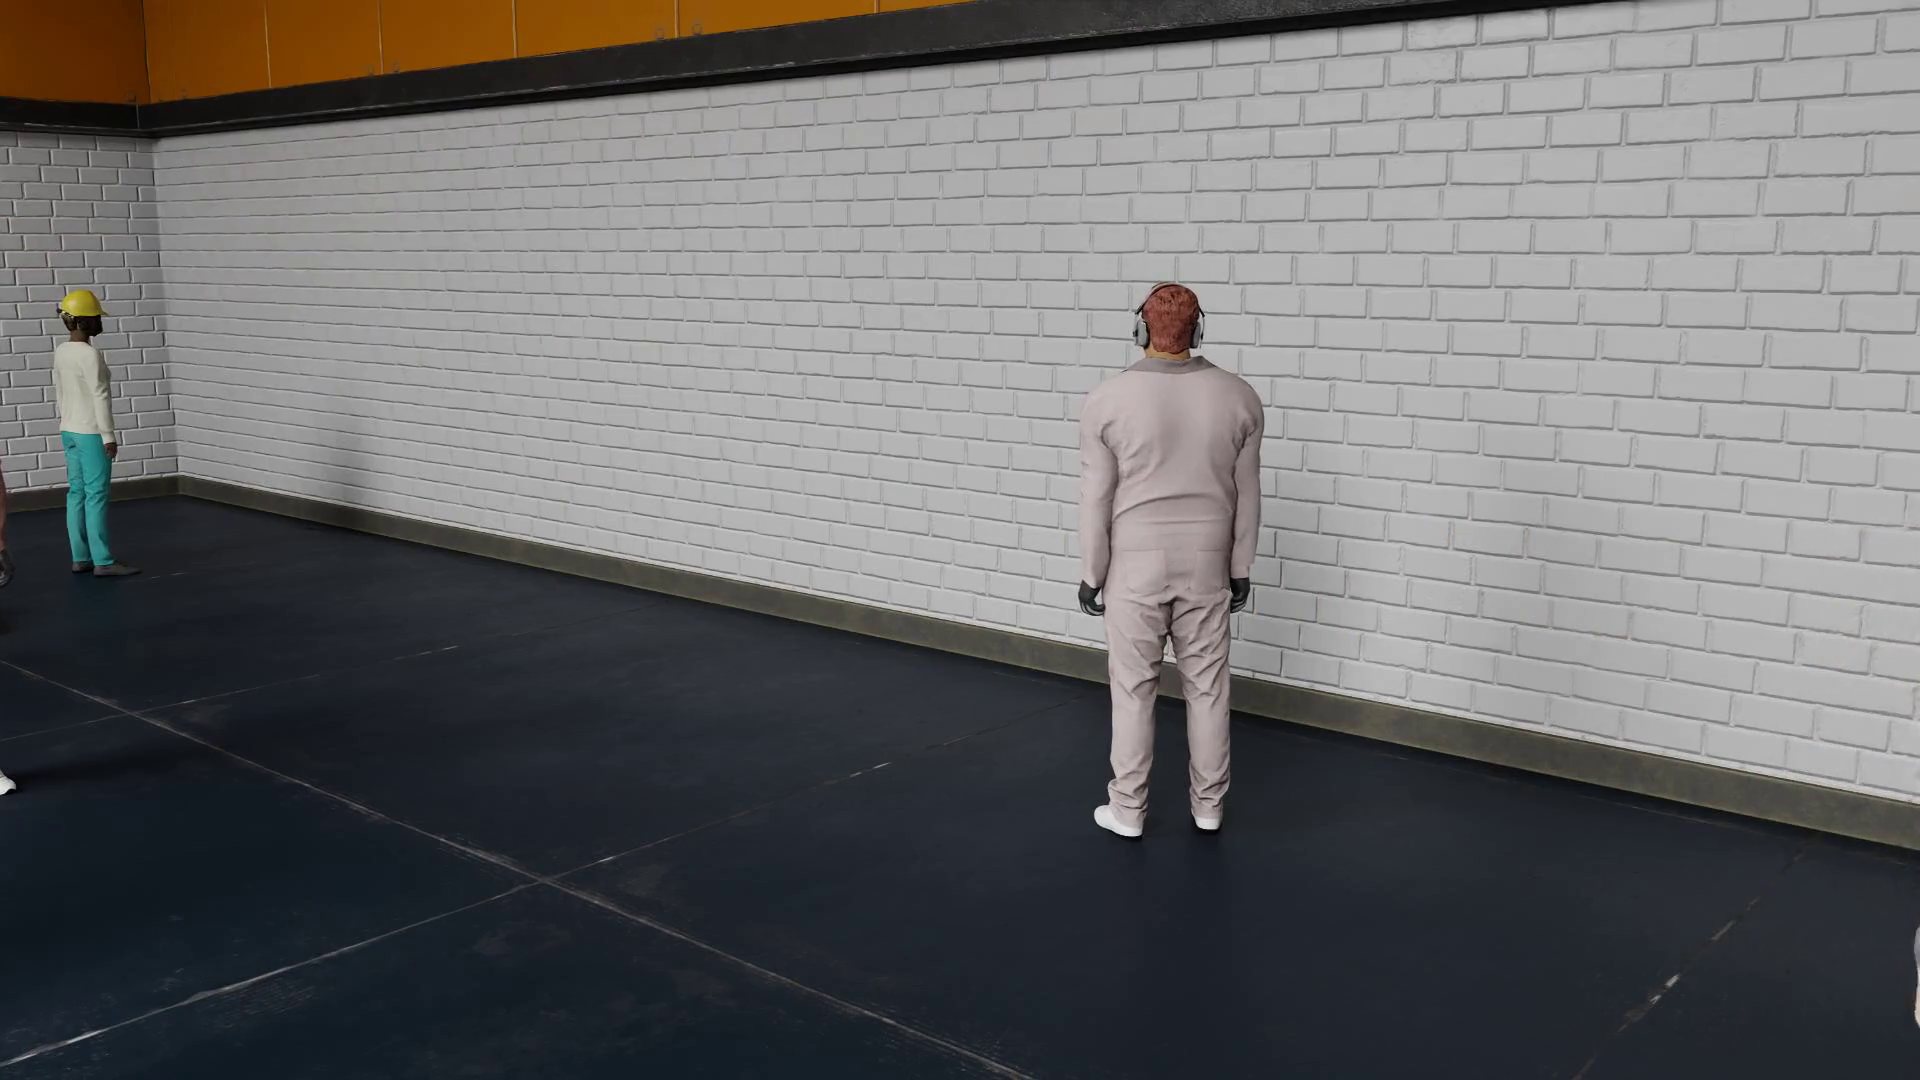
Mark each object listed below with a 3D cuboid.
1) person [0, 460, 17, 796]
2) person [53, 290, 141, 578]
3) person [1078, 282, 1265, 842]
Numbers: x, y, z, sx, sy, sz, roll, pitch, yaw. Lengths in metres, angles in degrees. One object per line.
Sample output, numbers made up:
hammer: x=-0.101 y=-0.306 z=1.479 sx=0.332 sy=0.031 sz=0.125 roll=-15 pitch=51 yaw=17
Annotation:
person: x=-3.752 y=0.031 z=5.991 sx=0.409 sy=1.908 sz=0.639 roll=9 pitch=13 yaw=40
person: x=-5.361 y=-0.650 z=10.264 sx=0.523 sy=1.769 sz=0.317 roll=8 pitch=13 yaw=37
person: x=0.700 y=0.084 z=5.687 sx=0.642 sy=1.909 sz=0.410 roll=-2 pitch=10 yaw=-10
